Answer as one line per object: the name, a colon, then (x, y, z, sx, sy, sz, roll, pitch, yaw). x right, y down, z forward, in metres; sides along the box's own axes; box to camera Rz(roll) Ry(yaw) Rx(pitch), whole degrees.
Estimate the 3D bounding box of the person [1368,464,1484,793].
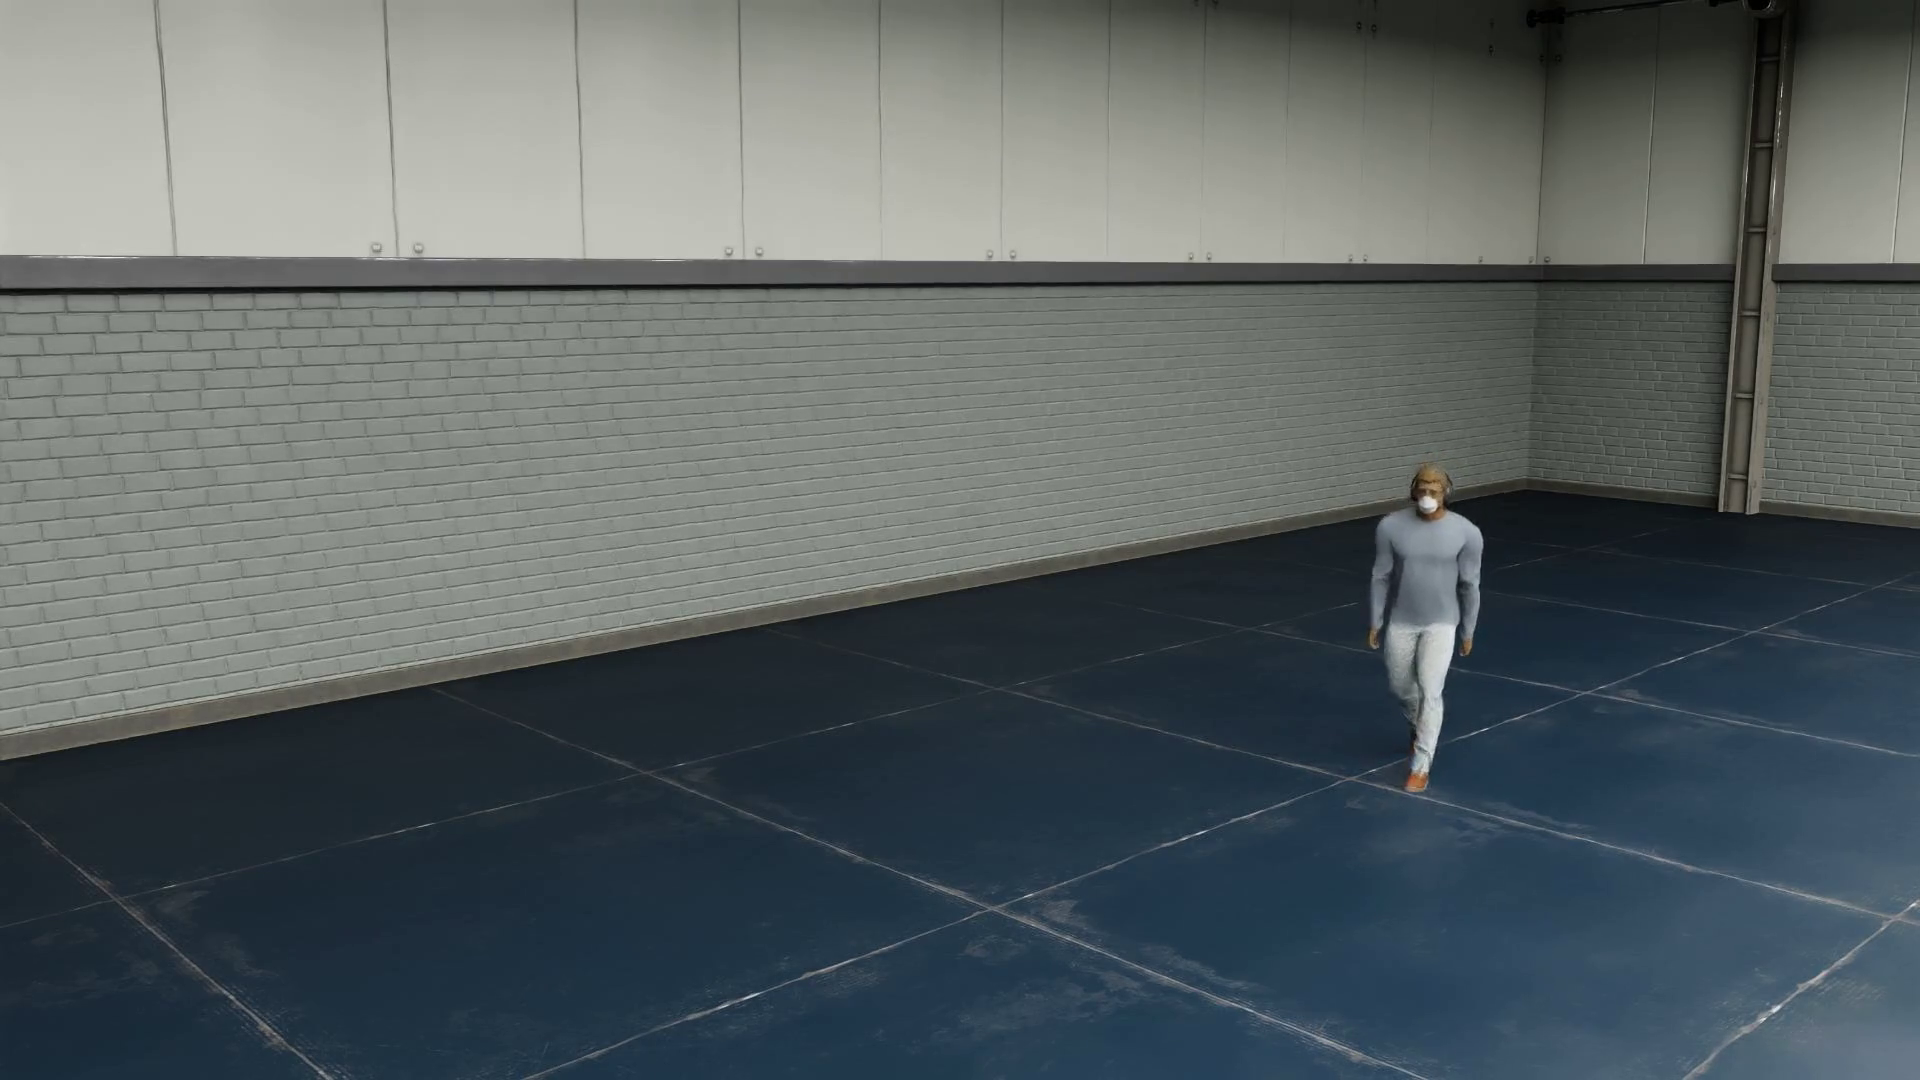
person: (2.787, 0.485, 9.960, 0.638, 1.919, 0.825, 5, 10, 27)
